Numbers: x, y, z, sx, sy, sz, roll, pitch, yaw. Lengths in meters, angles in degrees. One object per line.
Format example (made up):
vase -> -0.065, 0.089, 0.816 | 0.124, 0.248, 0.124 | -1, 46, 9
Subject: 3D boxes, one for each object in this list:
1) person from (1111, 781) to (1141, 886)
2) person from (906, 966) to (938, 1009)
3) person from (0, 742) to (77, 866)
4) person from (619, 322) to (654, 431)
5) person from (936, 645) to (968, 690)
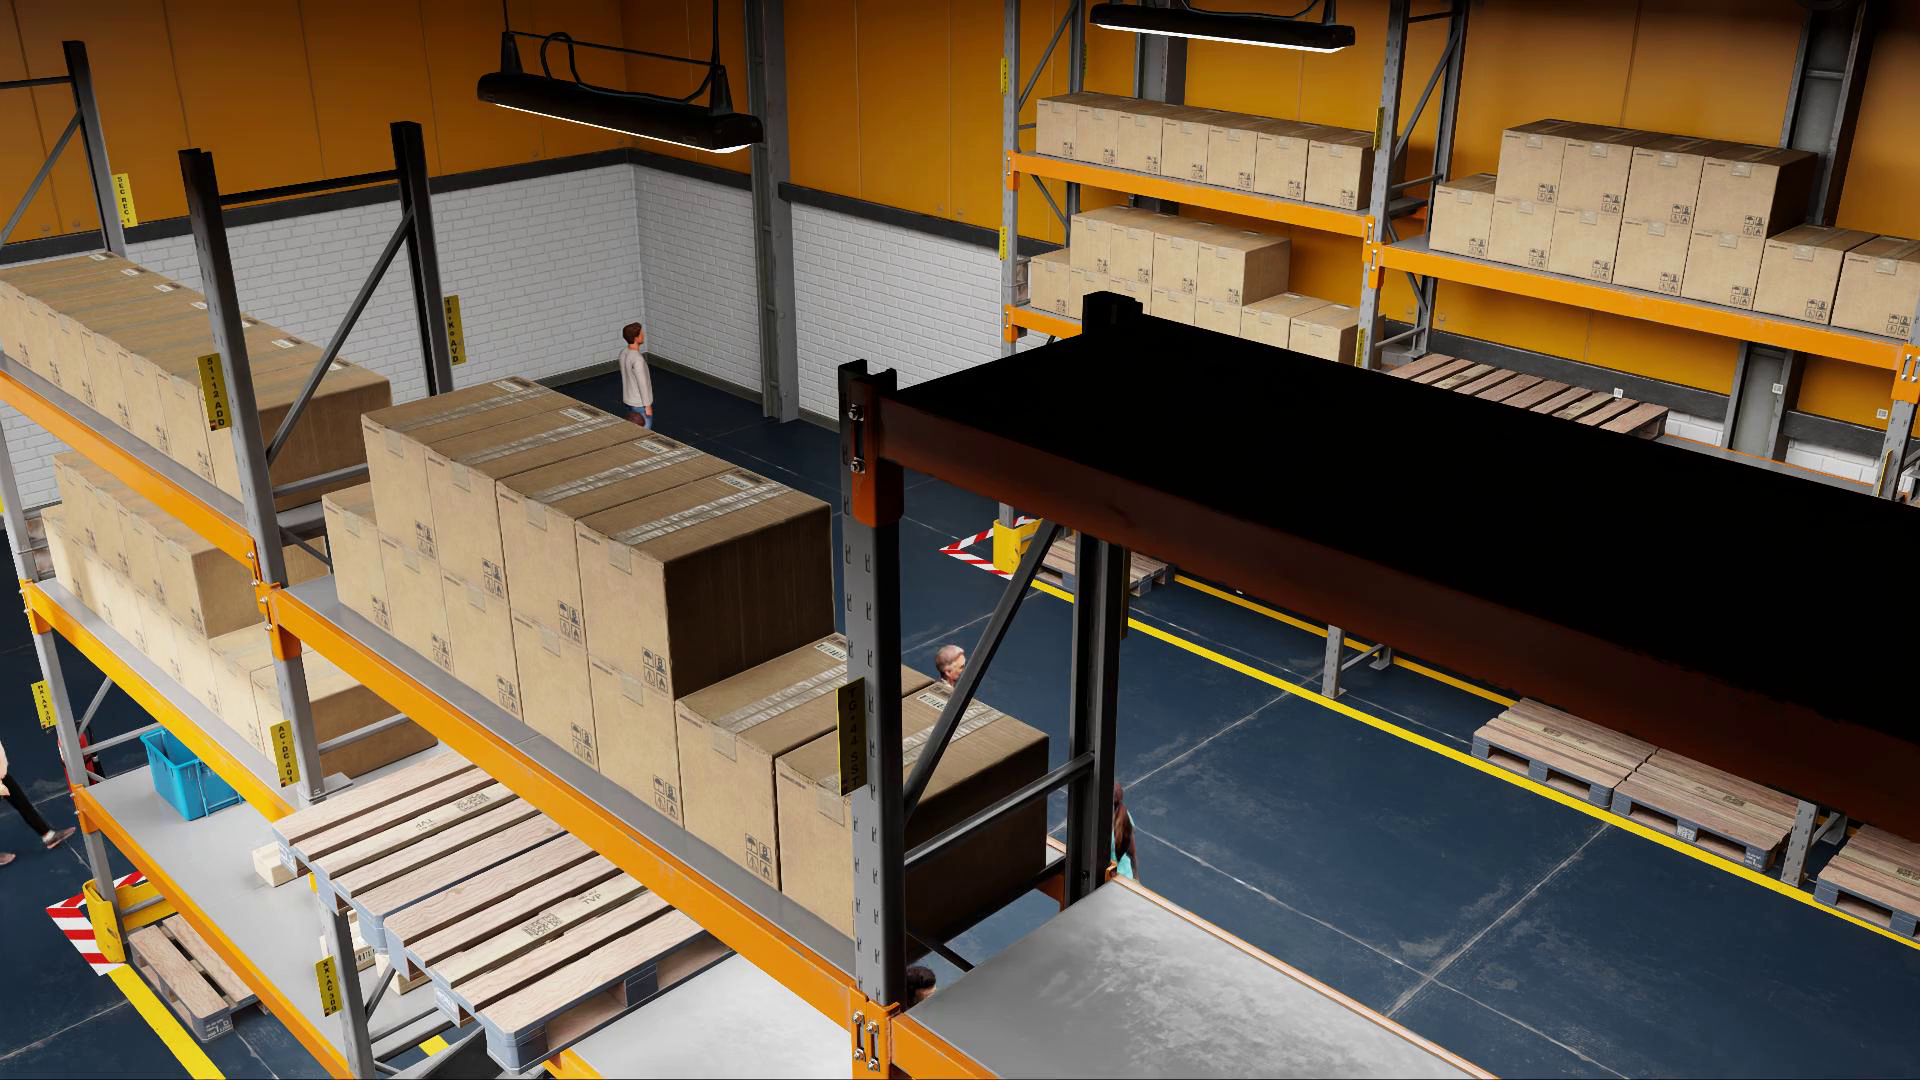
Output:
person -> 1.057, 2.295, 10.904 | 1.003, 1.520, 0.598 | 20, 31, 38
person -> -0.266, 3.009, 8.862 | 0.823, 1.847, 0.925 | -12, 26, -26
person -> -7.179, 1.761, 12.204 | 0.891, 1.458, 0.912 | -7, 25, -16
person -> -3.746, -1.604, 19.343 | 0.752, 1.905, 0.564 | -16, 28, -33
person -> -0.168, 1.599, 12.154 | 1.244, 1.793, 1.009 | 8, 25, 17
